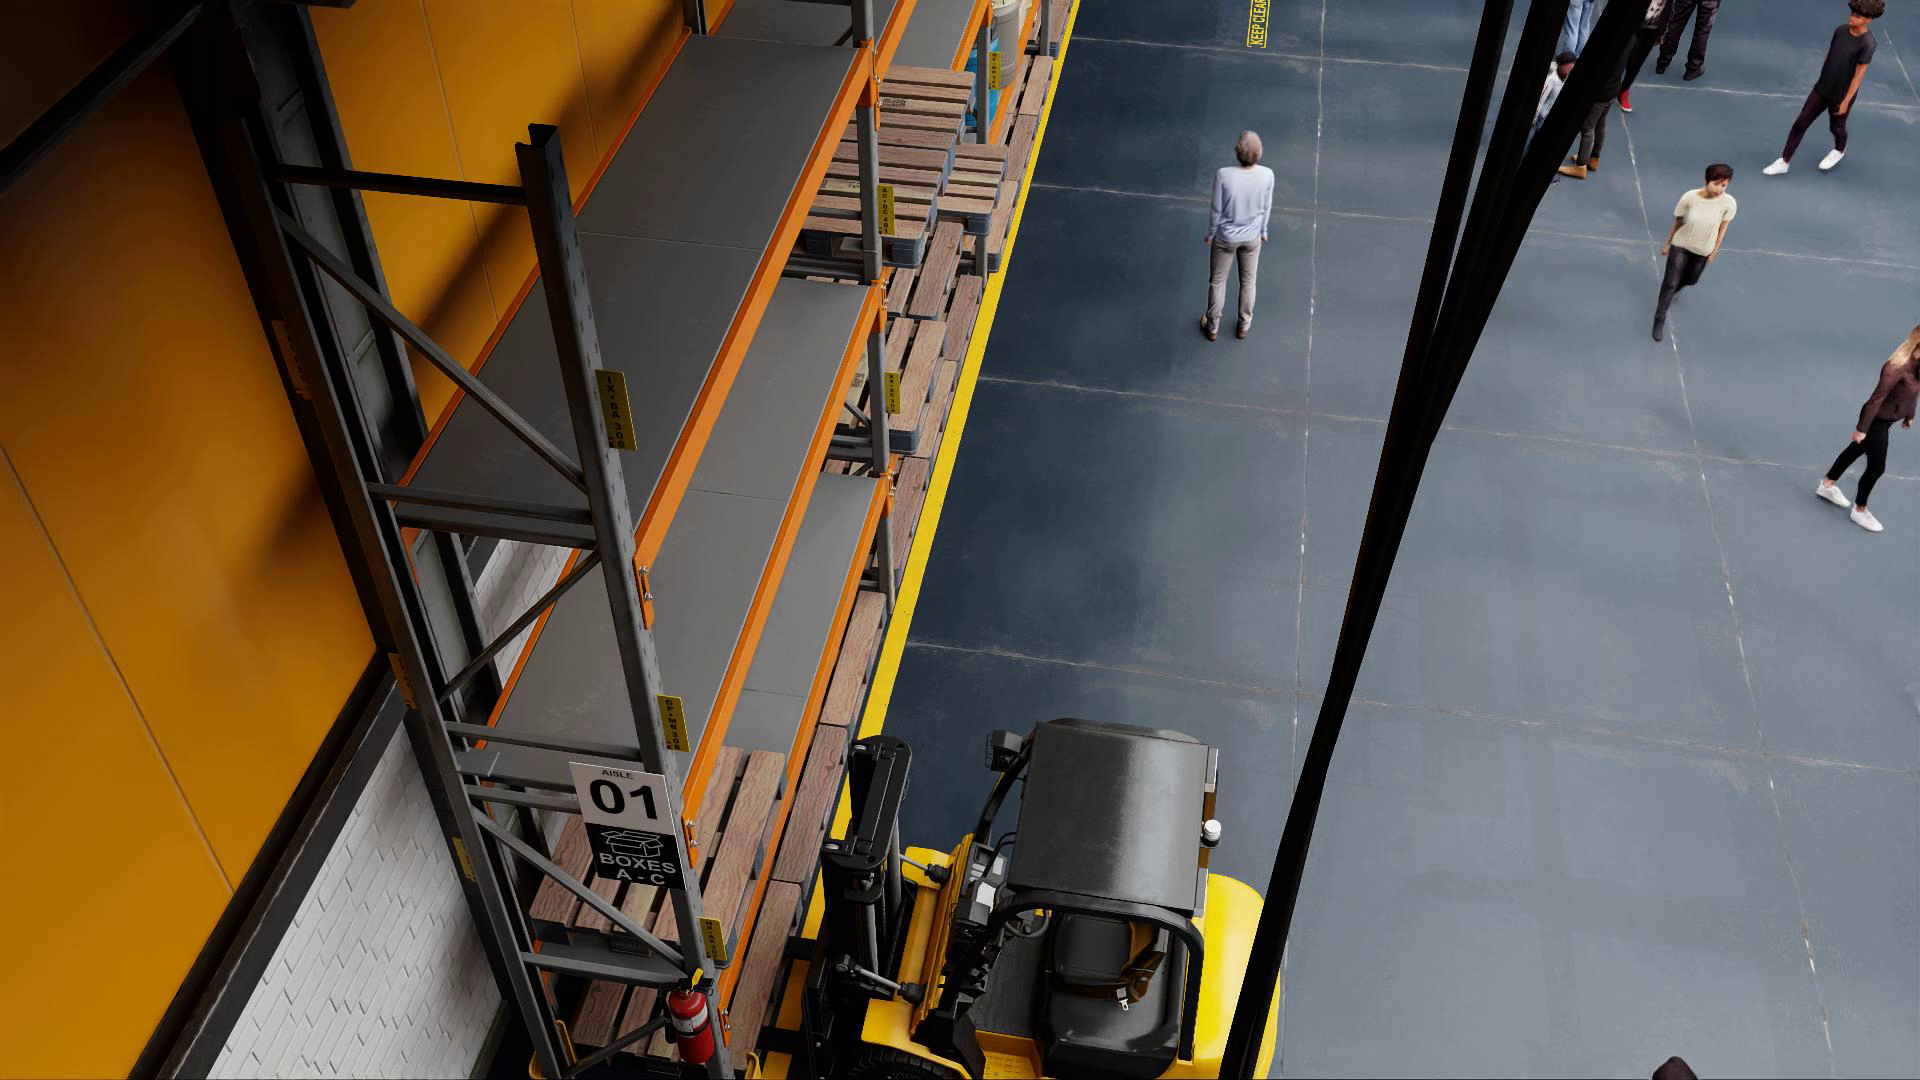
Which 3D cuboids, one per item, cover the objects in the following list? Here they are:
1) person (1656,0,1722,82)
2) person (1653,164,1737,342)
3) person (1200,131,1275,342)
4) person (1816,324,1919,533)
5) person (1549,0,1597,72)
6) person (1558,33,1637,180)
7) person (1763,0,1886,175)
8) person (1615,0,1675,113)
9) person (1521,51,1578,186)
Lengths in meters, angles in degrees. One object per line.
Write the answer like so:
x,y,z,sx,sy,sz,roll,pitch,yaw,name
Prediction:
7.460,-5.571,16.673,0.774,1.912,0.750,26,50,25,person
5.995,-2.426,13.625,0.692,1.563,1.008,13,45,14,person
2.238,-2.445,13.404,0.693,1.895,0.640,-1,44,-1,person
6.538,-0.916,11.948,0.885,1.689,0.936,-29,51,-27,person
6.288,-5.538,16.776,0.705,1.722,0.736,-21,47,-20,person
5.934,-4.166,15.337,0.777,1.721,0.665,33,53,30,person
8.143,-4.172,15.319,1.104,1.754,1.130,-19,47,-19,person
6.673,-5.050,16.308,0.676,1.662,0.744,-2,44,-2,person
5.457,-4.001,15.515,0.756,1.236,0.823,-24,48,-23,person
